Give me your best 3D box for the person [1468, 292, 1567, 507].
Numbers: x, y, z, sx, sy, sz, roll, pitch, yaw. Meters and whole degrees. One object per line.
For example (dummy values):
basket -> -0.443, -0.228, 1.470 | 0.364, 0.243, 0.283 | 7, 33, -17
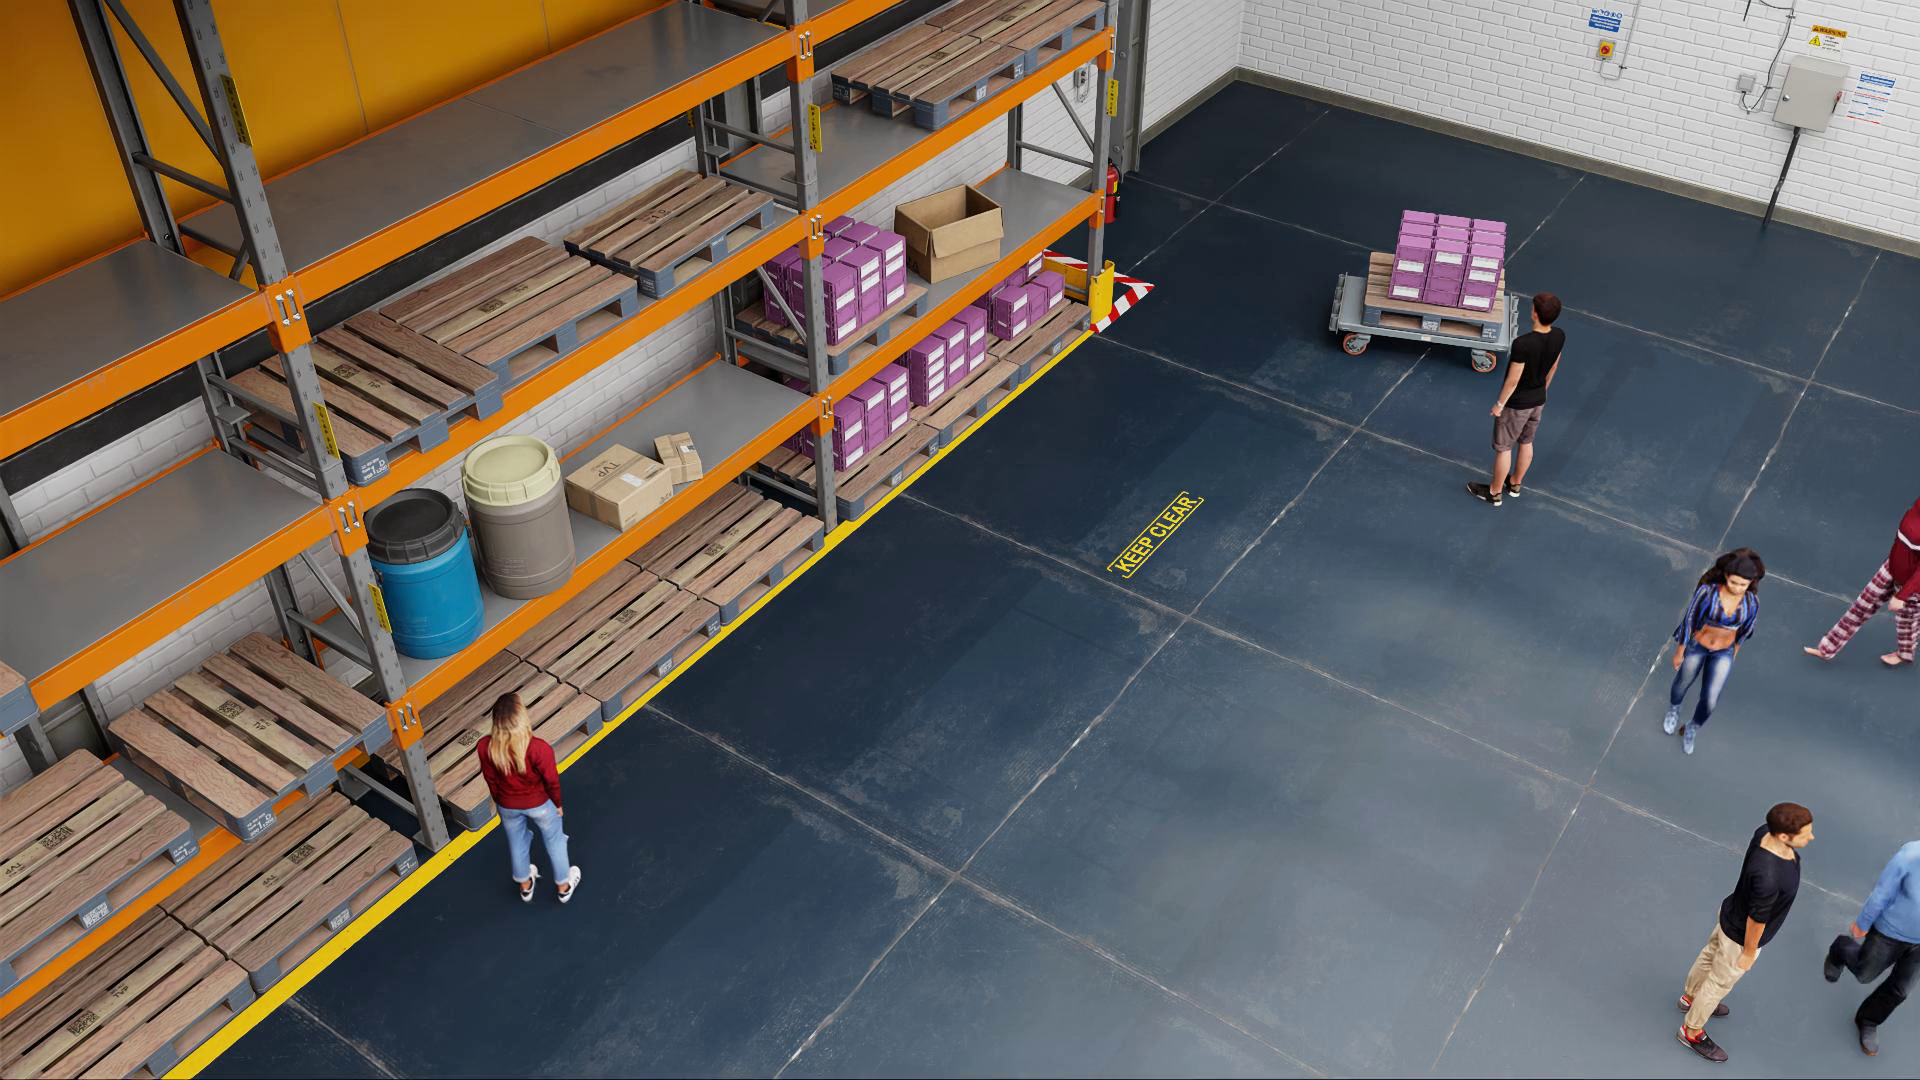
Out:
person -> 4.393, -1.100, 12.974 | 0.690, 1.862, 0.831 | -18, 42, -22

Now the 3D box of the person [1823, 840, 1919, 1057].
person -> 5.177, 2.045, 9.087 | 0.848, 1.799, 0.983 | 8, 39, 10

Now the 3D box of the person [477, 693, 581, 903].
person -> -2.571, 1.541, 9.851 | 0.668, 1.632, 0.699 | -1, 39, -1

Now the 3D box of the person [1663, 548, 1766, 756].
person -> 4.920, 0.672, 10.960 | 0.703, 1.606, 0.712 | 13, 41, 16

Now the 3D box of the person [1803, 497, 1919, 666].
person -> 6.586, 0.252, 11.446 | 1.110, 1.657, 1.059 | -6, 39, -7

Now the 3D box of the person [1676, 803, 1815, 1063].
person -> 4.238, 2.073, 9.003 | 0.740, 1.859, 0.541 | 14, 41, 17
